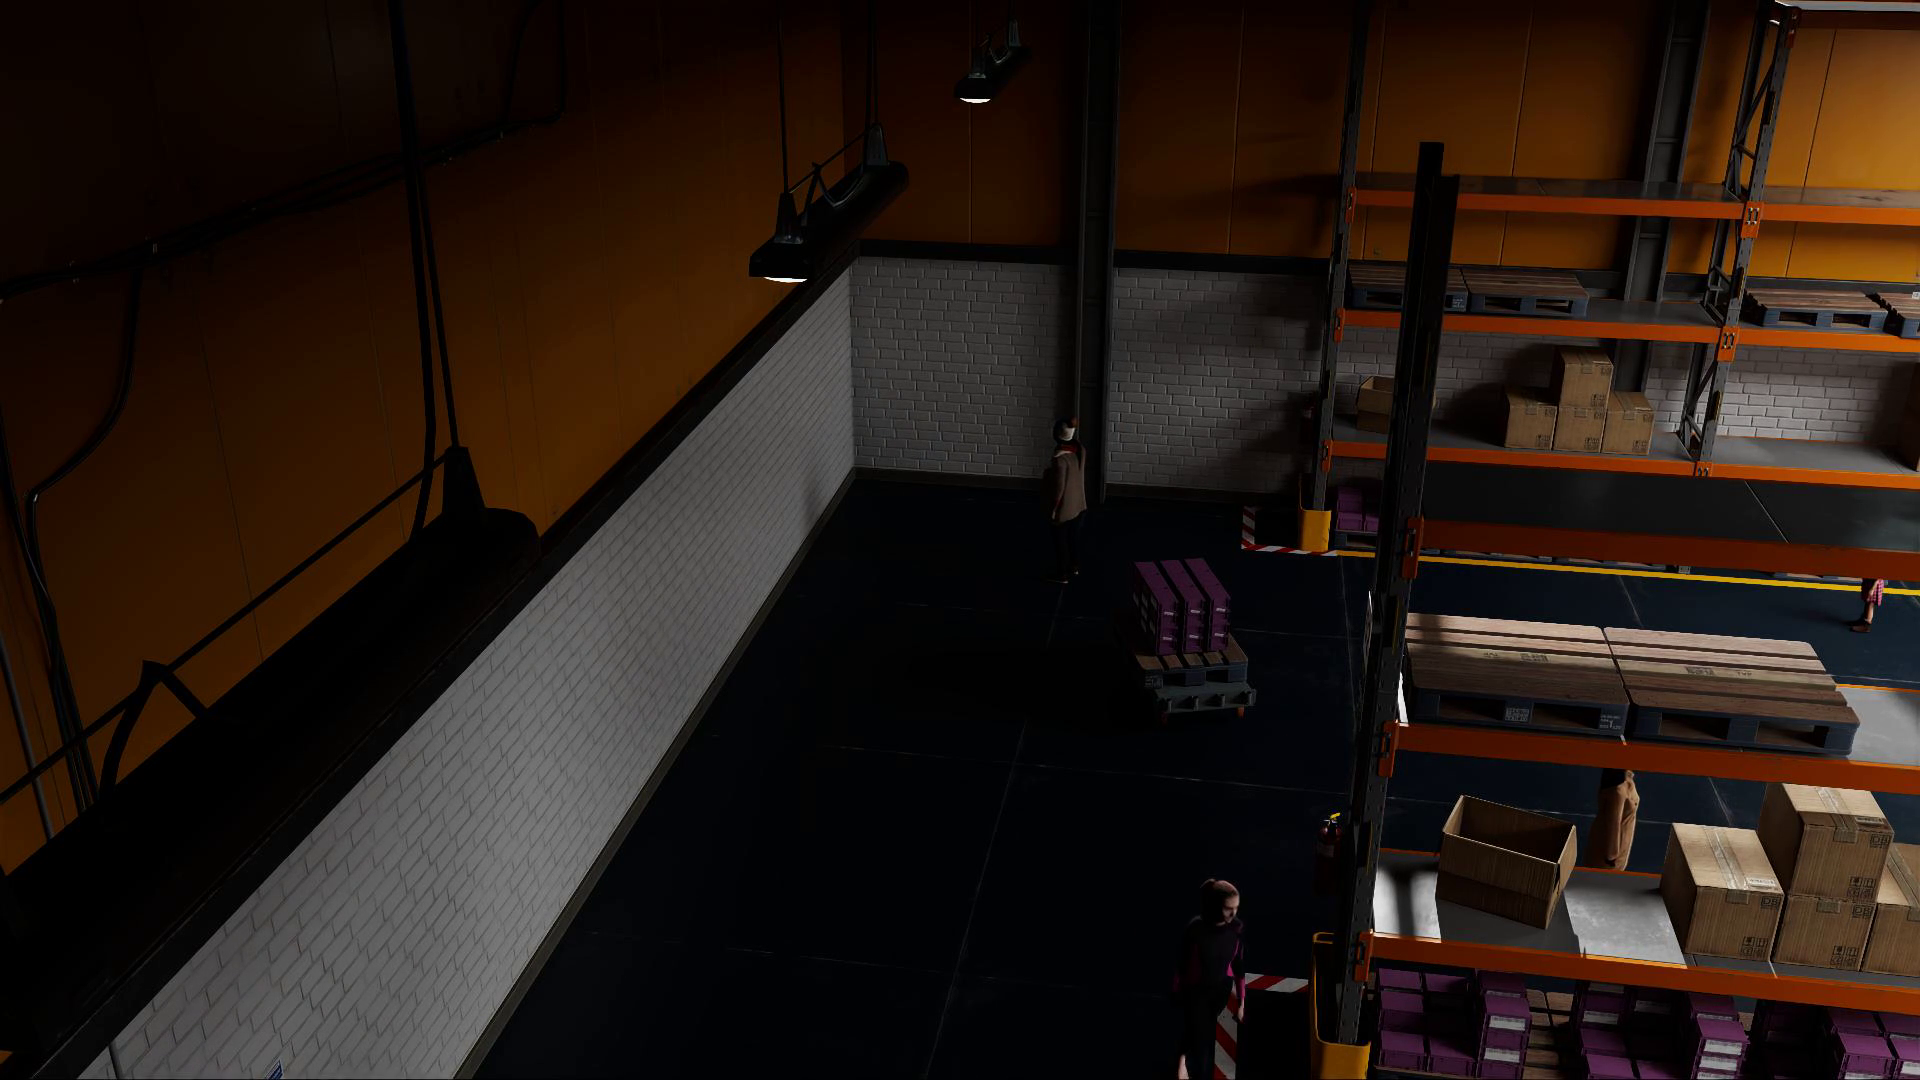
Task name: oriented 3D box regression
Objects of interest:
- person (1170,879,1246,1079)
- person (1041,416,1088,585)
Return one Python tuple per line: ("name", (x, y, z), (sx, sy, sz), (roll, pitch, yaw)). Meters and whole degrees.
("person", (1.545, 2.852, 10.572), (1.161, 1.689, 0.947), (-4, 24, -9))
("person", (1.136, -0.460, 17.897), (0.781, 1.890, 0.776), (13, 27, 28))
